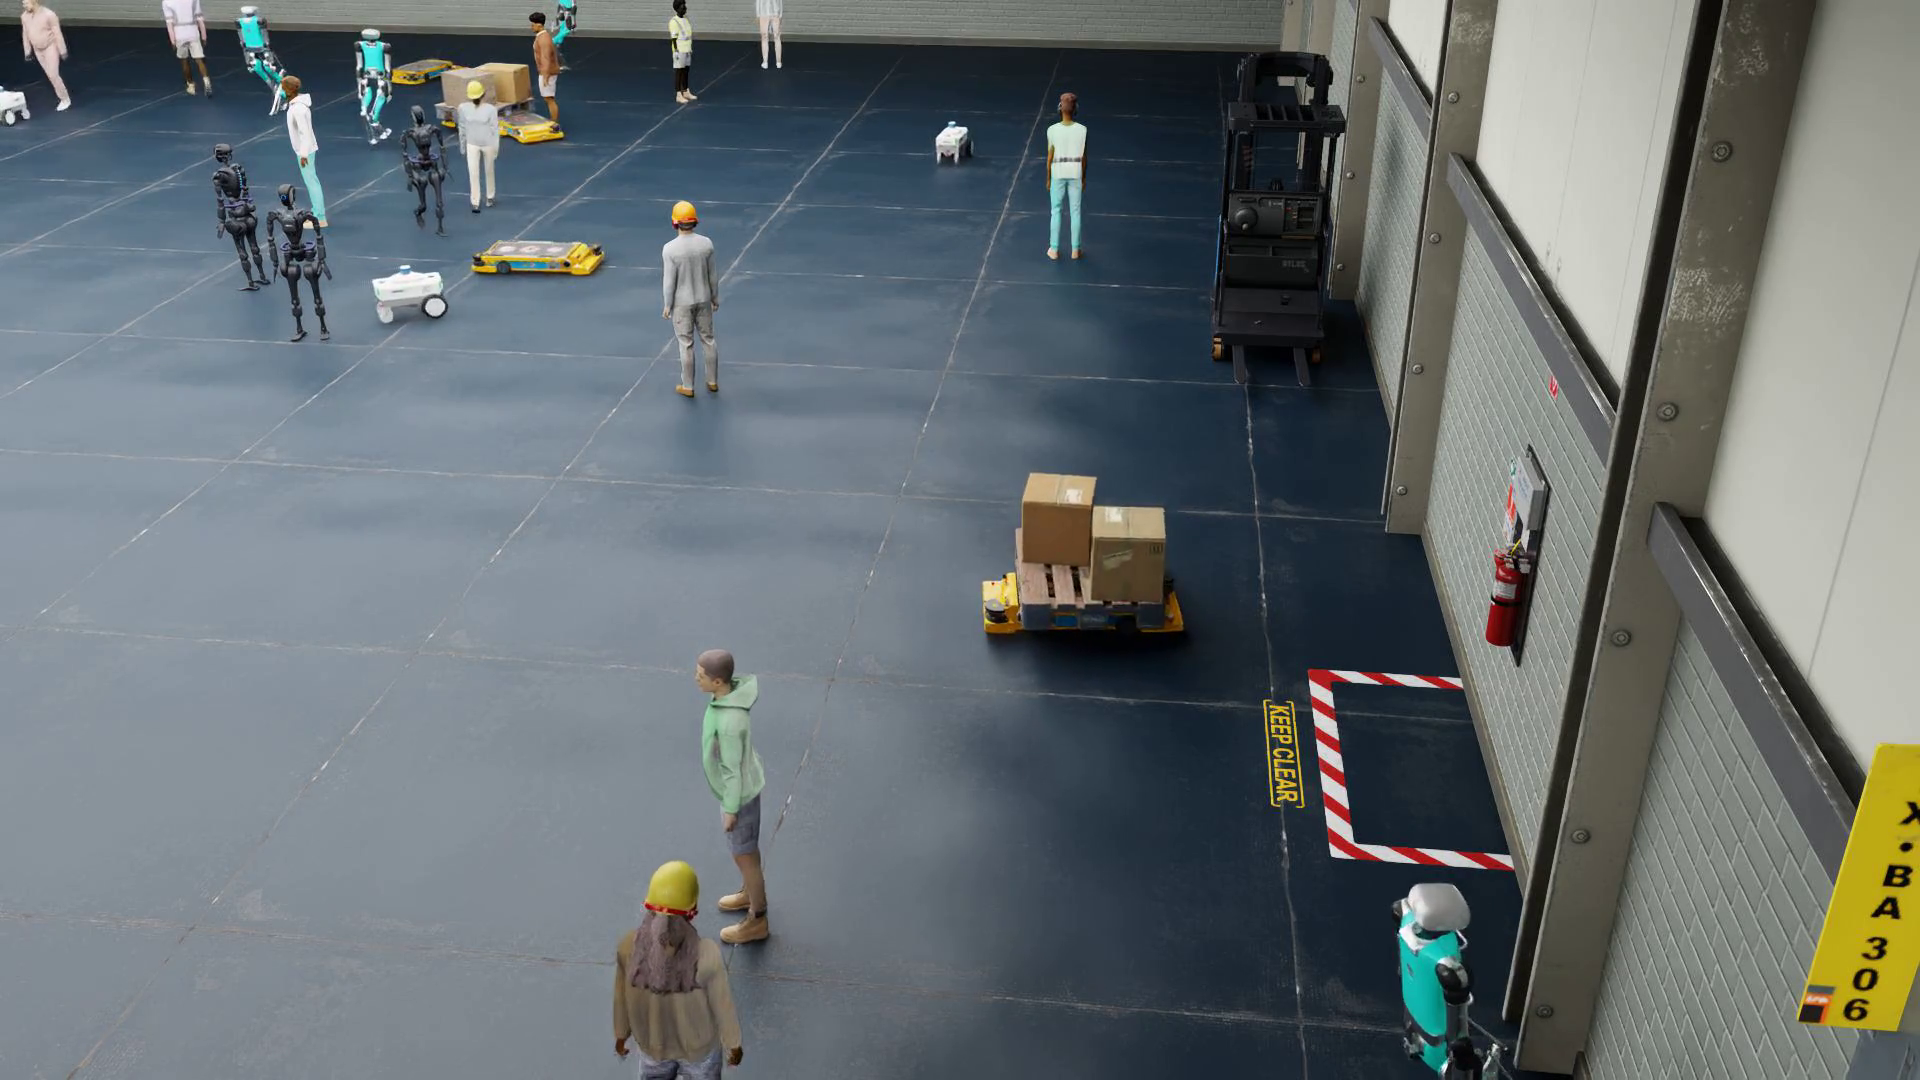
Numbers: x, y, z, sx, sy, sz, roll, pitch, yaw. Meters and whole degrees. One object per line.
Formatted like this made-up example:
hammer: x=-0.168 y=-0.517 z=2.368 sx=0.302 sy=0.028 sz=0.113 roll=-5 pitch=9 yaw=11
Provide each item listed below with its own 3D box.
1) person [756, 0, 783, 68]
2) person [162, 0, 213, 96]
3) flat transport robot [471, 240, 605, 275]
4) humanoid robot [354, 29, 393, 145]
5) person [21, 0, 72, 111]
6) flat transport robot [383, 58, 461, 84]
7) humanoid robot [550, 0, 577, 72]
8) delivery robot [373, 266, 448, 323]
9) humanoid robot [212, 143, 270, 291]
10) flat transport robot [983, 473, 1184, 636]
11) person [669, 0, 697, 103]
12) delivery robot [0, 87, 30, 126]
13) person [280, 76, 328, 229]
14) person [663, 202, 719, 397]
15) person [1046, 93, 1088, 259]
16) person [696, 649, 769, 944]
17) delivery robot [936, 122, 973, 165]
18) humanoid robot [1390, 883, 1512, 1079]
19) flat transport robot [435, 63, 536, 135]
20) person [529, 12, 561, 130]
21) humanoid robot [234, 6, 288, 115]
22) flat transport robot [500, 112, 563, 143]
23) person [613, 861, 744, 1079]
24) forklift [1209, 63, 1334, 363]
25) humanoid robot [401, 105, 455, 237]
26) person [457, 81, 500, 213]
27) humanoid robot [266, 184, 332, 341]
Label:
person: x=-3.495 y=-9.646 z=30.616 sx=0.493 sy=1.871 sz=0.401 roll=-7 pitch=27 yaw=-14
person: x=-13.123 y=-8.563 z=28.302 sx=0.616 sy=2.014 sz=0.900 roll=-18 pitch=32 yaw=-32
flat transport robot: x=-5.037 y=-3.366 z=19.858 sx=1.431 sy=0.231 sz=0.659 roll=2 pitch=27 yaw=4
humanoid robot: x=-8.793 y=-6.713 z=24.929 sx=0.571 sy=1.739 sz=1.057 roll=-2 pitch=27 yaw=-3
person: x=-15.103 y=-8.034 z=27.400 sx=0.668 sy=1.868 sz=0.659 roll=7 pitch=28 yaw=14
flat transport robot: x=-9.695 y=-8.444 z=29.995 sx=0.659 sy=0.231 sz=1.431 roll=9 pitch=28 yaw=17
humanoid robot: x=-7.265 y=-9.288 z=30.066 sx=0.542 sy=1.801 sz=0.788 roll=24 pitch=35 yaw=39
delivery robot: x=-6.018 y=-2.702 z=18.231 sx=0.812 sy=0.611 sz=0.499 roll=-11 pitch=29 yaw=-21
humanoid robot: x=-8.206 y=-3.674 z=18.885 sx=0.315 sy=1.657 sz=0.599 roll=6 pitch=27 yaw=12
flat transport robot: x=0.893 y=0.450 z=12.241 sx=1.431 sy=0.231 sz=0.659 roll=0 pitch=27 yaw=0
person: x=-4.666 y=-8.242 z=27.996 sx=0.316 sy=1.695 sz=0.541 roll=10 pitch=28 yaw=19
delivery robot: x=-15.375 y=-6.974 z=26.724 sx=0.499 sy=0.579 sz=0.753 roll=4 pitch=27 yaw=8
person: x=-8.349 y=-4.940 z=21.164 sx=0.377 sy=1.916 sz=0.497 roll=-11 pitch=29 yaw=-20
person: x=-2.567 y=-2.299 z=15.915 sx=0.562 sy=1.896 sz=0.353 roll=-16 pitch=31 yaw=-28
person: x=1.276 y=-4.343 z=19.904 sx=0.489 sy=1.978 sz=0.395 roll=-1 pitch=27 yaw=-1
person: x=-1.191 y=1.343 z=8.828 sx=0.315 sy=1.734 sz=0.478 roll=-5 pitch=27 yaw=-9
delivery robot: x=-0.110 y=-5.872 z=24.520 sx=0.499 sy=0.575 sz=0.754 roll=6 pitch=27 yaw=12
humanoid robot: x=2.193 y=2.208 z=7.137 sx=0.797 sy=1.802 sz=0.543 roll=-6 pitch=27 yaw=-12
flat transport robot: x=-7.477 y=-6.663 z=26.440 sx=1.431 sy=0.231 sz=0.659 roll=15 pitch=30 yaw=27
person: x=-6.415 y=-7.265 z=25.885 sx=0.406 sy=1.843 sz=0.797 roll=-6 pitch=27 yaw=-12
humanoid robot: x=-11.293 y=-7.820 z=27.185 sx=0.552 sy=1.858 sz=0.837 roll=5 pitch=27 yaw=9
flat transport robot: x=-6.832 y=-6.486 z=26.086 sx=0.659 sy=0.231 sz=1.431 roll=-18 pitch=32 yaw=-32
person: x=-1.223 y=2.152 z=7.192 sx=0.577 sy=1.744 sz=0.453 roll=3 pitch=27 yaw=5
forklift: x=3.241 y=-3.477 z=17.183 sx=1.129 sy=2.768 sz=1.873 roll=3 pitch=27 yaw=6
humanoid robot: x=-6.707 y=-4.658 z=20.886 sx=0.589 sy=1.640 sz=0.570 roll=-19 pitch=32 yaw=-33
person: x=-6.284 y=-5.130 z=21.755 sx=0.544 sy=1.706 sz=0.929 roll=-4 pitch=27 yaw=-8
humanoid robot: x=-6.870 y=-2.894 z=17.328 sx=0.599 sy=1.657 sz=0.315 roll=-2 pitch=27 yaw=-5
